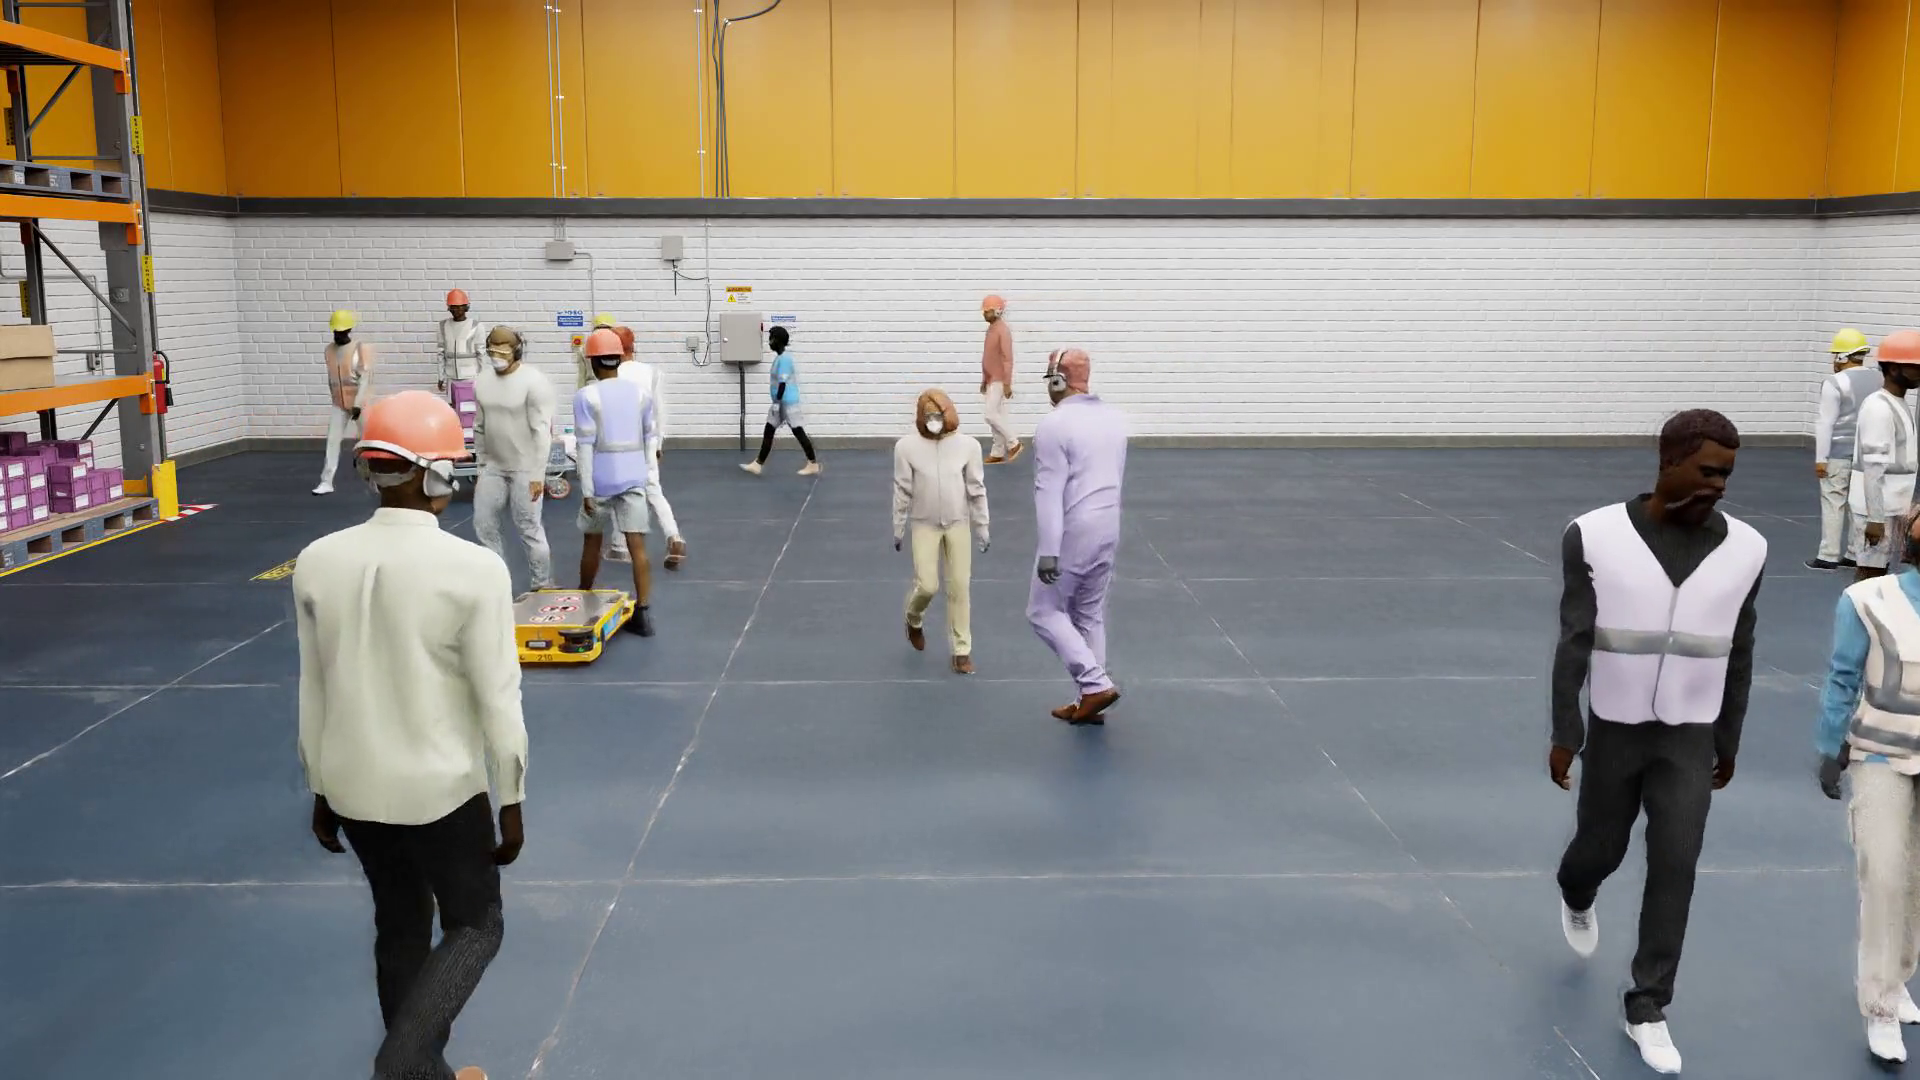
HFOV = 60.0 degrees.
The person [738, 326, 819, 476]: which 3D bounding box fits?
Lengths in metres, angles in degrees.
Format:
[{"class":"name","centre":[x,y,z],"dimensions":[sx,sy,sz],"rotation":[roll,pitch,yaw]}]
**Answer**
[{"class":"person","centre":[-1.949,-1.488,18.101],"dimensions":[0.884,1.626,0.540],"rotation":[-3,10,-15]}]

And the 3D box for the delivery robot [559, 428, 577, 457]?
[{"class":"delivery robot","centre":[-4.193,-0.968,17.906],"dimensions":[0.707,0.478,0.477],"rotation":[-5,11,-29]}]

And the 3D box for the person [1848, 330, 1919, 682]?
[{"class":"person","centre":[5.105,-0.183,9.152],"dimensions":[0.372,1.935,0.551],"rotation":[7,12,37]}]

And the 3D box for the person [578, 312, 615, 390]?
[{"class":"person","centre":[-3.866,-1.576,18.108],"dimensions":[0.598,1.805,0.741],"rotation":[-1,9,-3]}]

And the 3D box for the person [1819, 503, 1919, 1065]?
[{"class":"person","centre":[2.807,0.686,4.797],"dimensions":[0.534,1.612,0.722],"rotation":[2,9,9]}]

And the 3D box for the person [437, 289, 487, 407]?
[{"class":"person","centre":[-5.925,-1.960,19.780],"dimensions":[0.615,2.035,0.416],"rotation":[2,9,11]}]

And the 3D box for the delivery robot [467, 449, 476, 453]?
[{"class":"delivery robot","centre":[-4.917,-0.943,17.750],"dimensions":[0.707,0.478,0.477],"rotation":[-1,9,-7]}]

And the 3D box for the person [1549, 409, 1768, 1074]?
[{"class":"person","centre":[2.036,0.533,4.963],"dimensions":[0.601,1.877,0.797],"rotation":[1,9,6]}]

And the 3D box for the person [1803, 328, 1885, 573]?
[{"class":"person","centre":[6.609,-0.660,12.429],"dimensions":[0.582,1.828,0.403],"rotation":[-3,10,-18]}]

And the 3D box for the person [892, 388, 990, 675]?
[{"class":"person","centre":[-0.125,-0.066,9.432],"dimensions":[0.521,1.611,0.541],"rotation":[-2,9,-11]}]

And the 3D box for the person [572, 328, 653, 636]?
[{"class":"person","centre":[-2.200,-0.378,10.485],"dimensions":[0.563,1.887,0.960],"rotation":[-6,11,-34]}]

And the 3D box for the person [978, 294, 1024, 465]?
[{"class":"person","centre":[0.407,-1.837,19.172],"dimensions":[0.439,1.982,0.633],"rotation":[-2,10,-13]}]

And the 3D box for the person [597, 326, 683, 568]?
[{"class":"person","centre":[-2.429,-0.700,12.622],"dimensions":[0.602,1.851,0.893],"rotation":[-8,12,-41]}]

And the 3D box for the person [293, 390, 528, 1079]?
[{"class":"person","centre":[-1.396,0.623,4.125],"dimensions":[0.617,1.973,0.665],"rotation":[2,10,15]}]

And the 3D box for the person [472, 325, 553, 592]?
[{"class":"person","centre":[-2.910,-0.431,10.734],"dimensions":[0.670,1.907,0.618],"rotation":[5,10,28]}]

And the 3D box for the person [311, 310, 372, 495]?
[{"class":"person","centre":[-6.207,-1.414,16.956],"dimensions":[0.577,1.868,0.976],"rotation":[3,10,16]}]

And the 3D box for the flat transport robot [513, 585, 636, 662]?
[{"class":"flat transport robot","centre":[-2.422,0.494,10.095],"dimensions":[0.652,0.197,1.431],"rotation":[0,9,-1]}]

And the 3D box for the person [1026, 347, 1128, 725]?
[{"class":"person","centre":[0.590,0.008,8.156],"dimensions":[0.483,1.883,0.692],"rotation":[7,12,38]}]
